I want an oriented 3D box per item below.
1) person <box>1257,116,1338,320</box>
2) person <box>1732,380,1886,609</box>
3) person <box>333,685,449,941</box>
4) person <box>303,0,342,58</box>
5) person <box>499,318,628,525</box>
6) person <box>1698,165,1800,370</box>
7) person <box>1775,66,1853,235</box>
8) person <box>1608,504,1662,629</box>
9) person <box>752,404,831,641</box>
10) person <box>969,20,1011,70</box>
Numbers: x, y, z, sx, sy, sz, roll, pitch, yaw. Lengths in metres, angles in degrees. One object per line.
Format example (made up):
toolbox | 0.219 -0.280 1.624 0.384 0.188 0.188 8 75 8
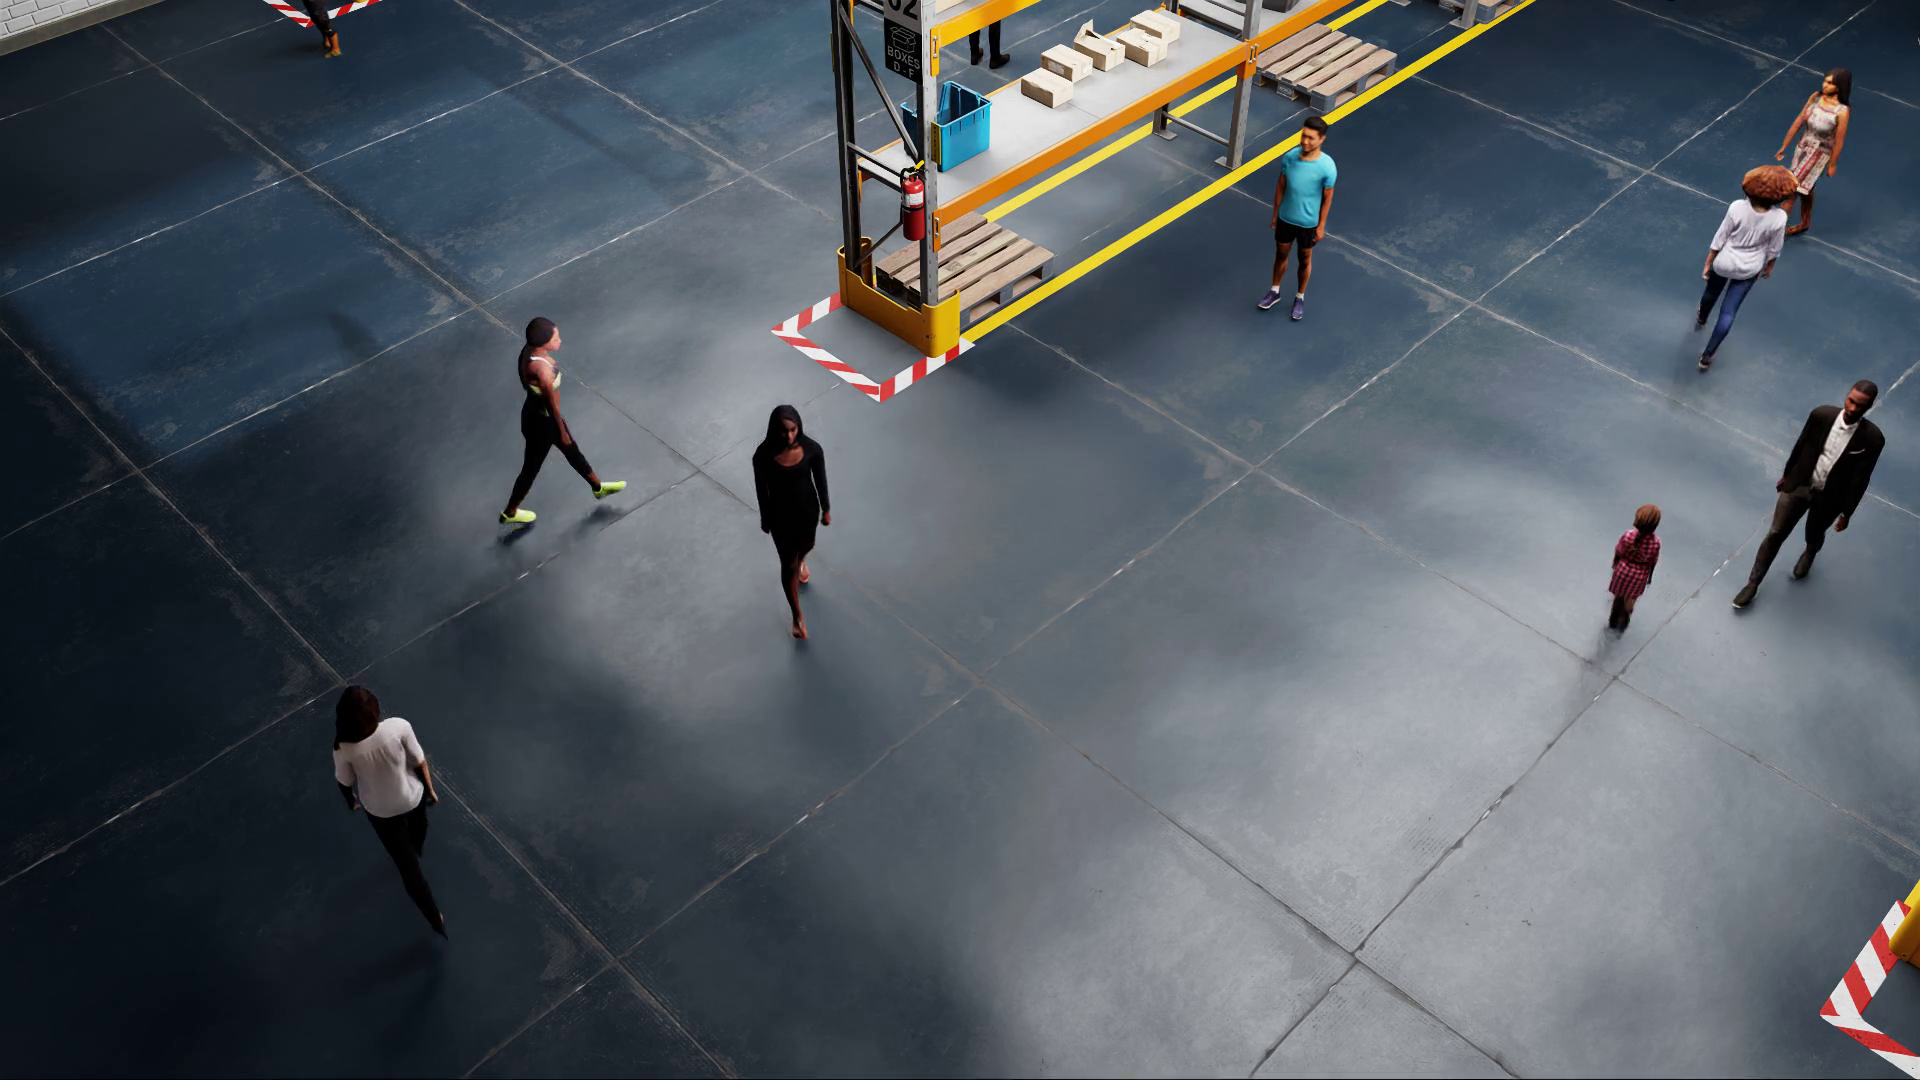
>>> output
person | 2.755 -2.621 13.481 0.661 1.776 0.602 22 48 22
person | 5.752 -0.340 11.093 0.674 1.768 1.067 34 53 30
person | -3.080 1.526 9.148 1.120 1.748 0.873 -21 48 -21
person | -6.604 -5.649 16.894 0.527 1.453 0.583 -26 50 -25
person | -3.014 -0.784 11.605 1.242 1.704 0.966 -16 46 -16
person | 6.066 -2.103 13.010 0.867 1.676 1.144 20 47 20
person | 7.426 -3.327 14.338 1.087 1.617 0.914 -13 45 -14
person | 4.461 0.212 11.061 0.495 1.013 0.519 20 47 20
person | -1.105 -0.228 11.024 1.050 1.701 1.008 -10 45 -10
person | 0.263 -5.625 16.550 0.762 1.894 0.724 19 47 19
